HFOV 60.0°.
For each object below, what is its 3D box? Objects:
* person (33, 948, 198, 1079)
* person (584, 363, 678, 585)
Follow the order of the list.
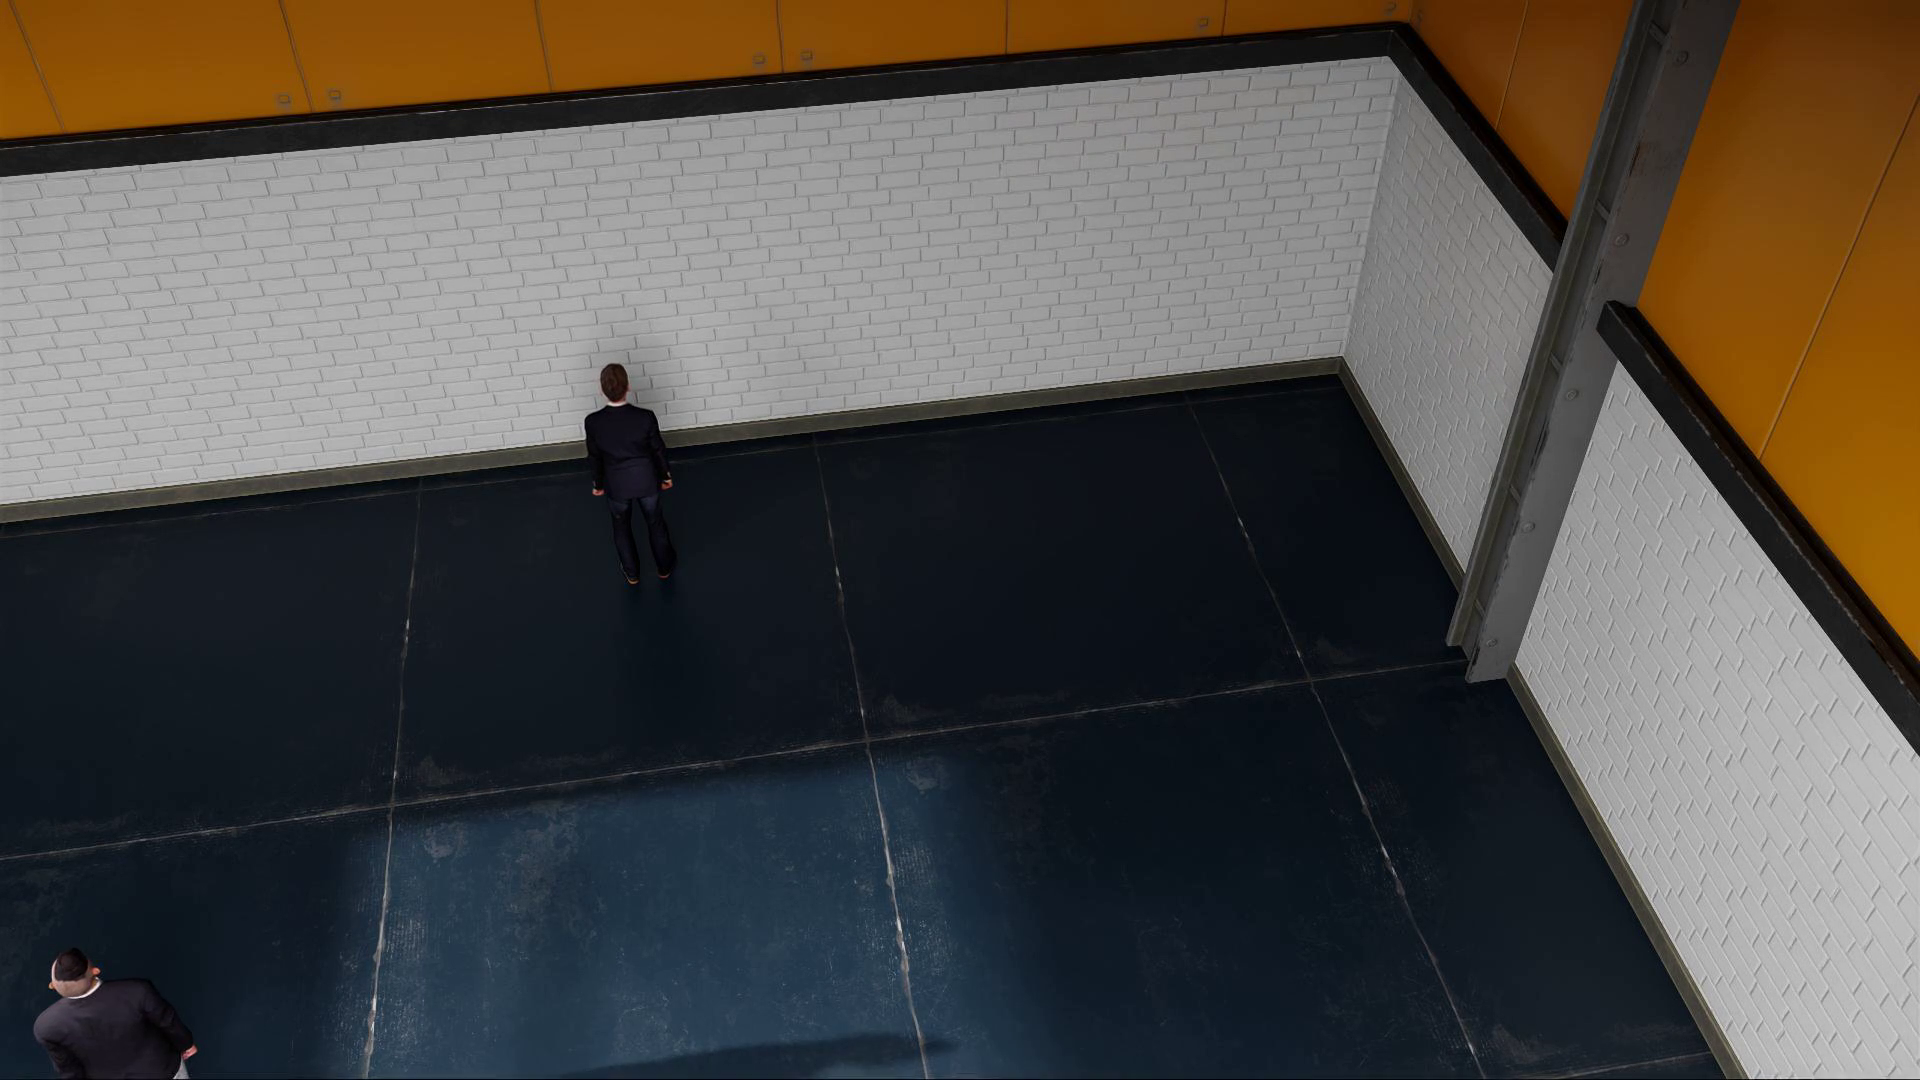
[{"bbox_3d":[-4.011,2.550,8.059,0.787,1.949,0.732,-23,48,-22],"label":"person"},{"bbox_3d":[-2.246,-0.443,11.299,0.690,1.815,0.558,-6,44,-7],"label":"person"}]
